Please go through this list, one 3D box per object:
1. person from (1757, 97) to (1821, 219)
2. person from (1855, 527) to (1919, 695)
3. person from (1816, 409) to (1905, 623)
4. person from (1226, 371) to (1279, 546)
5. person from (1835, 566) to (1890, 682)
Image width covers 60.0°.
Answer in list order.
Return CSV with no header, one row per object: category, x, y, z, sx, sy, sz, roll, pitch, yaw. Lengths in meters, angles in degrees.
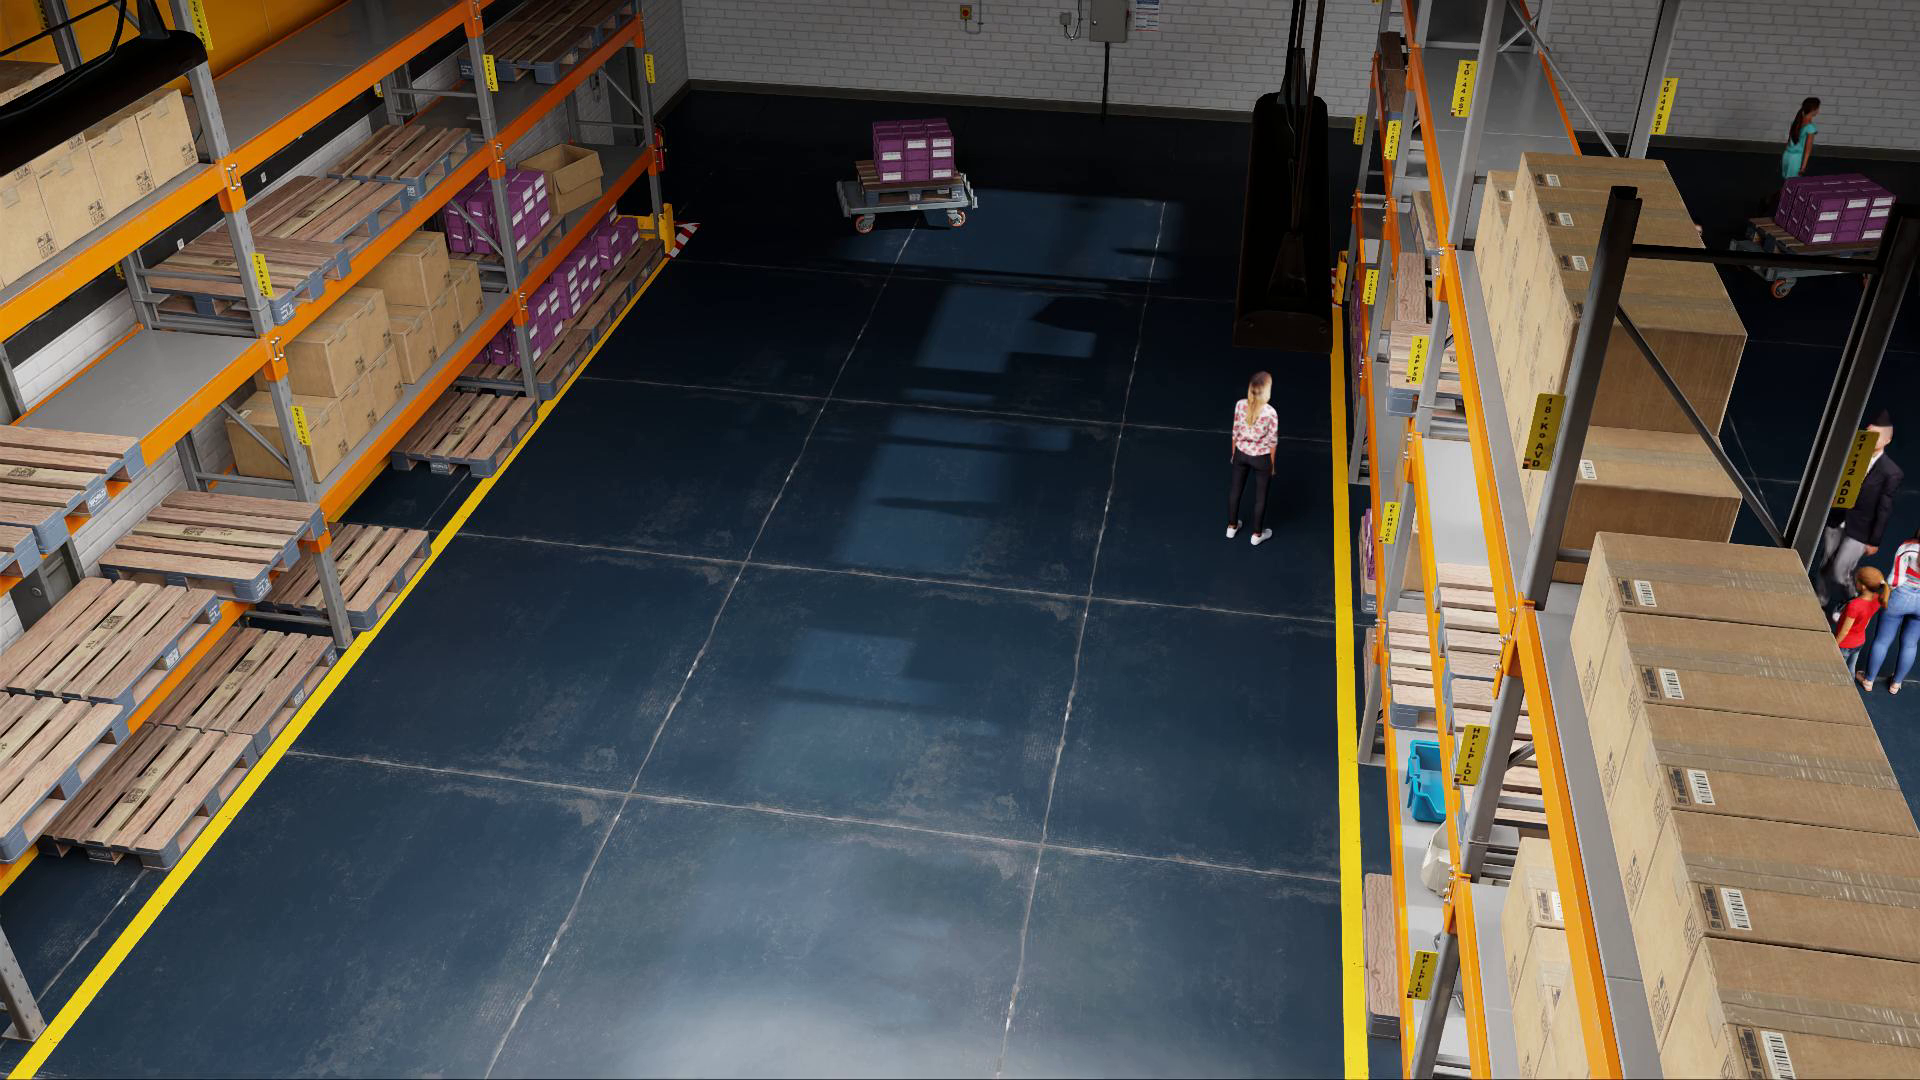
person,10.143,-4.636,20.320,0.855,1.544,0.929,-9,35,-14
person,7.190,0.464,12.583,0.595,1.614,0.521,8,34,11
person,7.162,-0.156,13.221,0.952,1.942,0.877,-14,36,-20
person,2.521,-0.715,14.341,0.658,1.633,0.665,22,40,30
person,6.647,0.762,12.412,0.575,1.307,0.630,-18,38,-25
